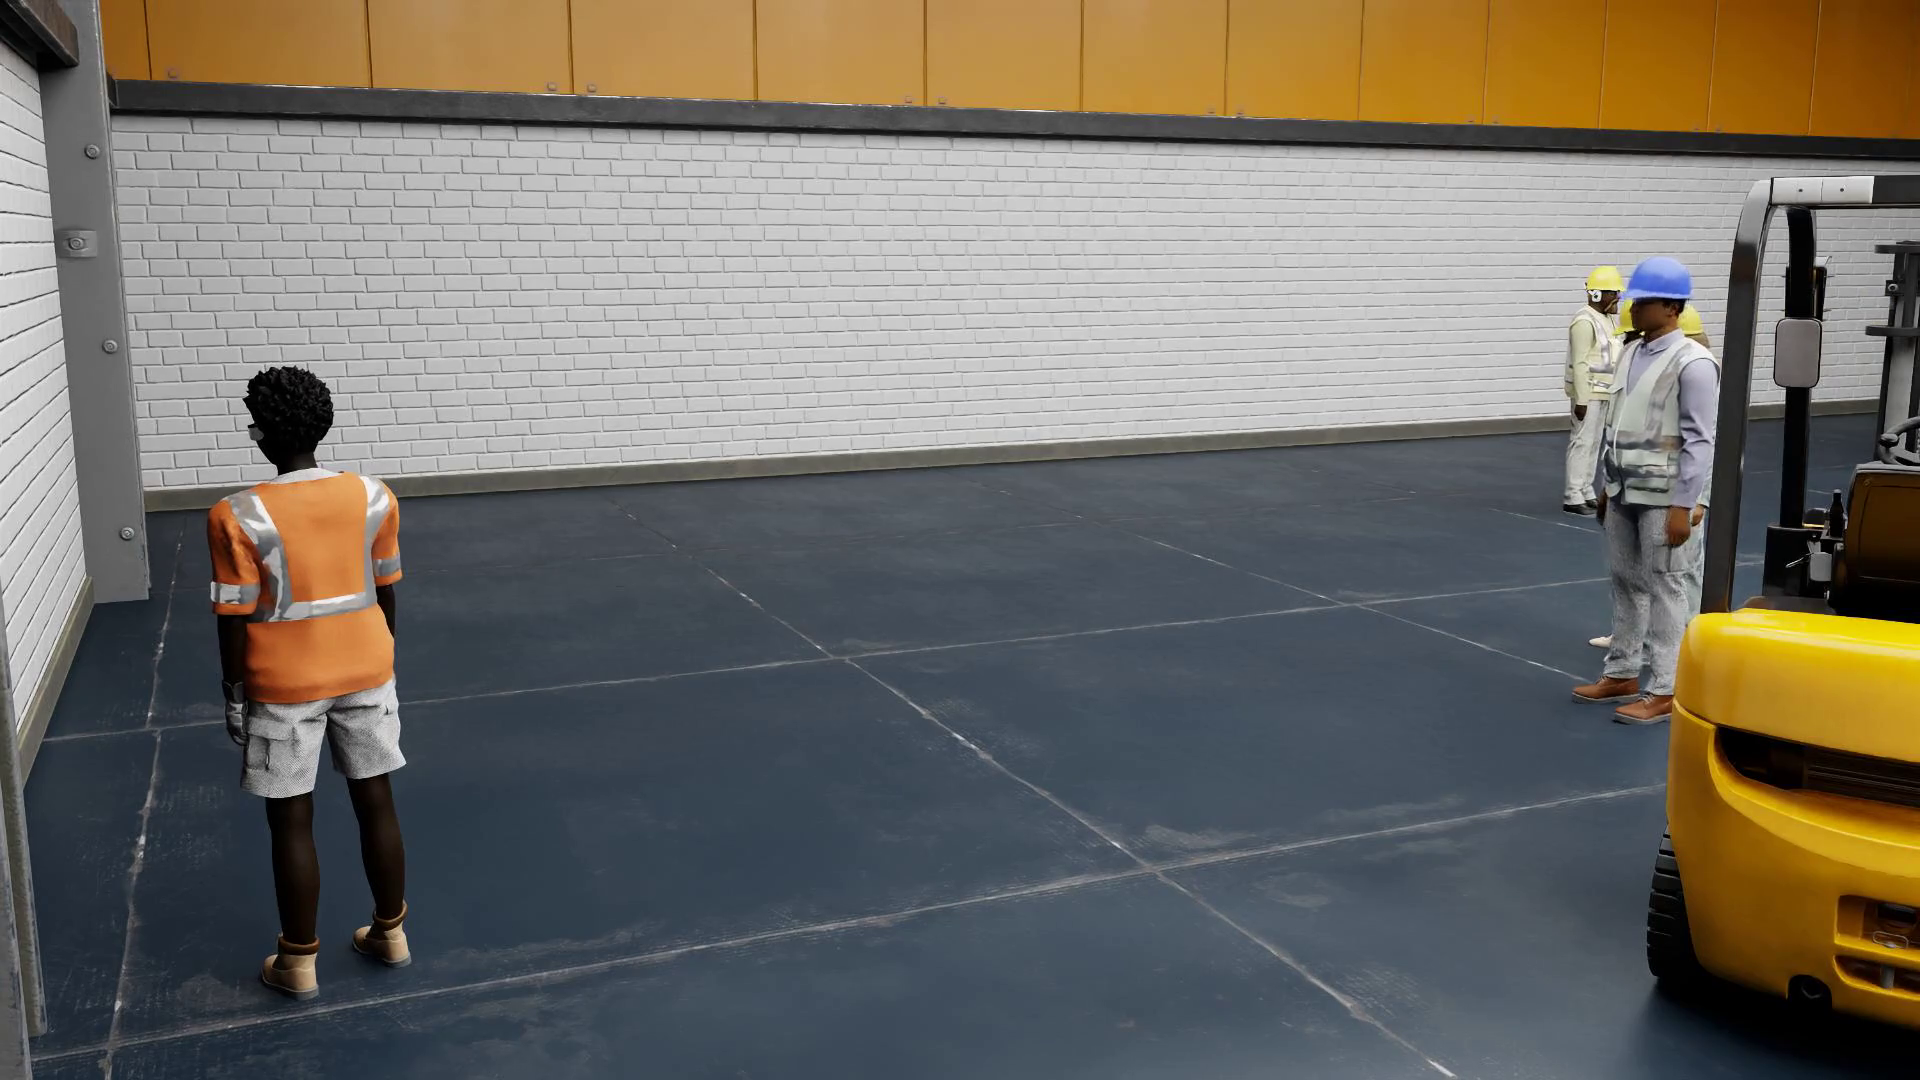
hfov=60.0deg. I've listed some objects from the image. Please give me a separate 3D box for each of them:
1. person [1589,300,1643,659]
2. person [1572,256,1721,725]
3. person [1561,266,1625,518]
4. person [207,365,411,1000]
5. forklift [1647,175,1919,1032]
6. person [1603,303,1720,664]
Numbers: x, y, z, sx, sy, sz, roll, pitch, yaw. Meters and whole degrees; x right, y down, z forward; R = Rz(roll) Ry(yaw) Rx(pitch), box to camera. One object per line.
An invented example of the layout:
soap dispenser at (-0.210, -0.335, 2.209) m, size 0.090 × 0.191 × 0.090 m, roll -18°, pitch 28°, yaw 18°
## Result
person at (3.247, -0.286, 7.960) m, size 0.322 × 1.761 × 0.522 m, roll 2°, pitch 10°, yaw 11°
person at (2.883, -0.205, 6.988) m, size 0.405 × 1.945 × 0.626 m, roll -2°, pitch 11°, yaw -13°
person at (4.627, -1.076, 12.141) m, size 0.403 × 1.825 × 0.592 m, roll 7°, pitch 13°, yaw 35°
person at (-1.730, 0.382, 4.466) m, size 0.320 × 1.694 × 0.531 m, roll 9°, pitch 14°, yaw 42°
forklift at (2.810, 0.094, 4.662) m, size 1.214 × 2.155 × 2.313 m, roll 7°, pitch 12°, yaw 34°
person at (3.254, -0.222, 7.653) m, size 0.318 × 1.740 × 0.488 m, roll -3°, pitch 11°, yaw -15°
